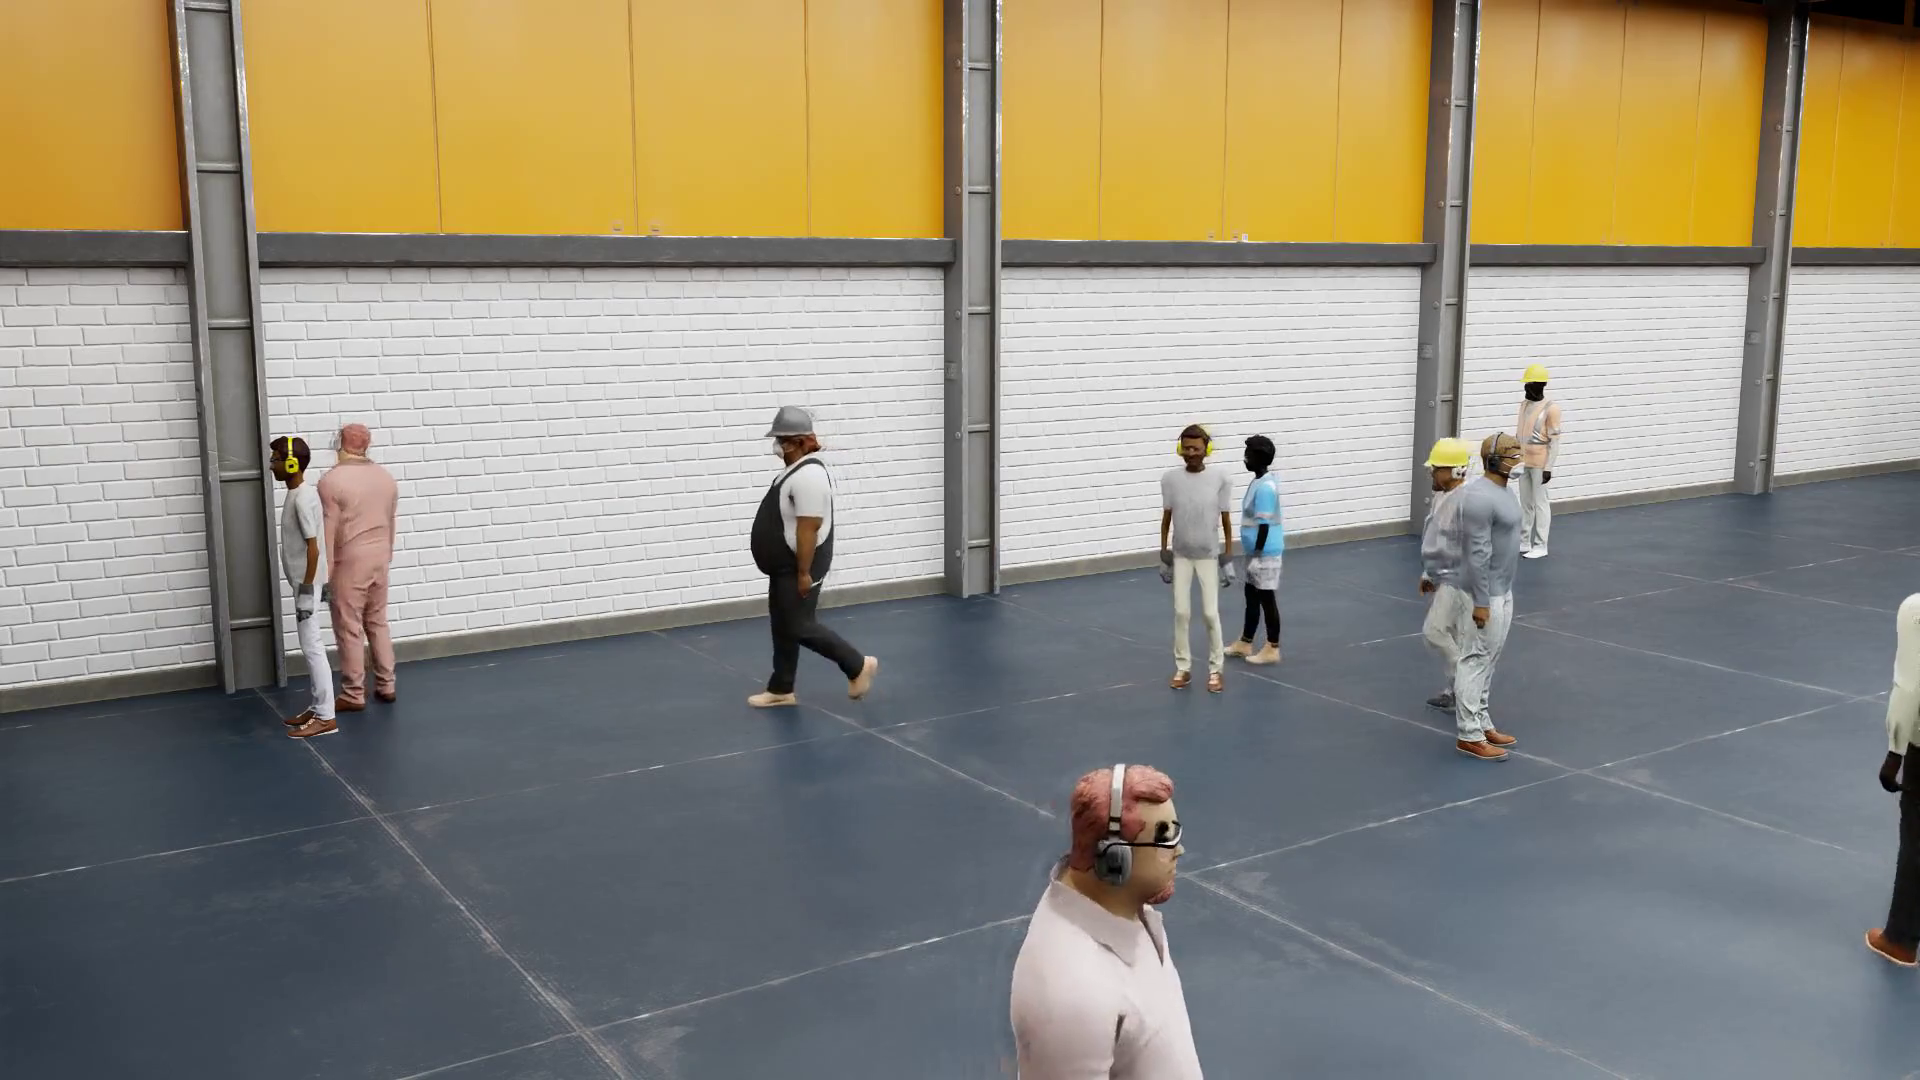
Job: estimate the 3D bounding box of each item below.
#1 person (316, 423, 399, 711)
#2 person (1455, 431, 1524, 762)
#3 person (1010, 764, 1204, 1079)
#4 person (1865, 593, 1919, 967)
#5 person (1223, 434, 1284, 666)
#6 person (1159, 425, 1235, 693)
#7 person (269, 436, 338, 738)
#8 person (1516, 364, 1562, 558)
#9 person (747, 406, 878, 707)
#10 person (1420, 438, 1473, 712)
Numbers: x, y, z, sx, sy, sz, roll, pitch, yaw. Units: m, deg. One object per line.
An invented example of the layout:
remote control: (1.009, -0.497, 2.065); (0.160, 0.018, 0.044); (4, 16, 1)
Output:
person: (-3.953, 0.189, 10.887); (0.417, 1.877, 0.693); (4, 10, 20)
person: (3.153, 0.322, 9.877); (0.373, 1.940, 0.628); (5, 11, 30)
person: (0.274, 1.388, 3.583); (0.544, 1.892, 0.667); (2, 10, 11)
person: (4.079, 0.814, 6.790); (0.625, 1.993, 0.402); (1, 9, 4)
person: (2.145, 0.078, 12.088); (0.403, 1.694, 0.570); (1, 9, 4)
person: (1.618, 0.128, 11.354); (0.529, 1.846, 0.397); (3, 10, 17)
person: (-4.074, 0.287, 10.292); (0.311, 1.869, 0.534); (-4, 10, -24)
person: (5.705, -0.781, 16.552); (0.373, 1.928, 0.584); (-3, 10, -17)
person: (-0.986, 0.109, 10.852); (0.768, 2.000, 0.689); (-2, 10, -11)
person: (3.172, 0.241, 10.748); (0.425, 1.815, 0.592); (1, 9, 5)
